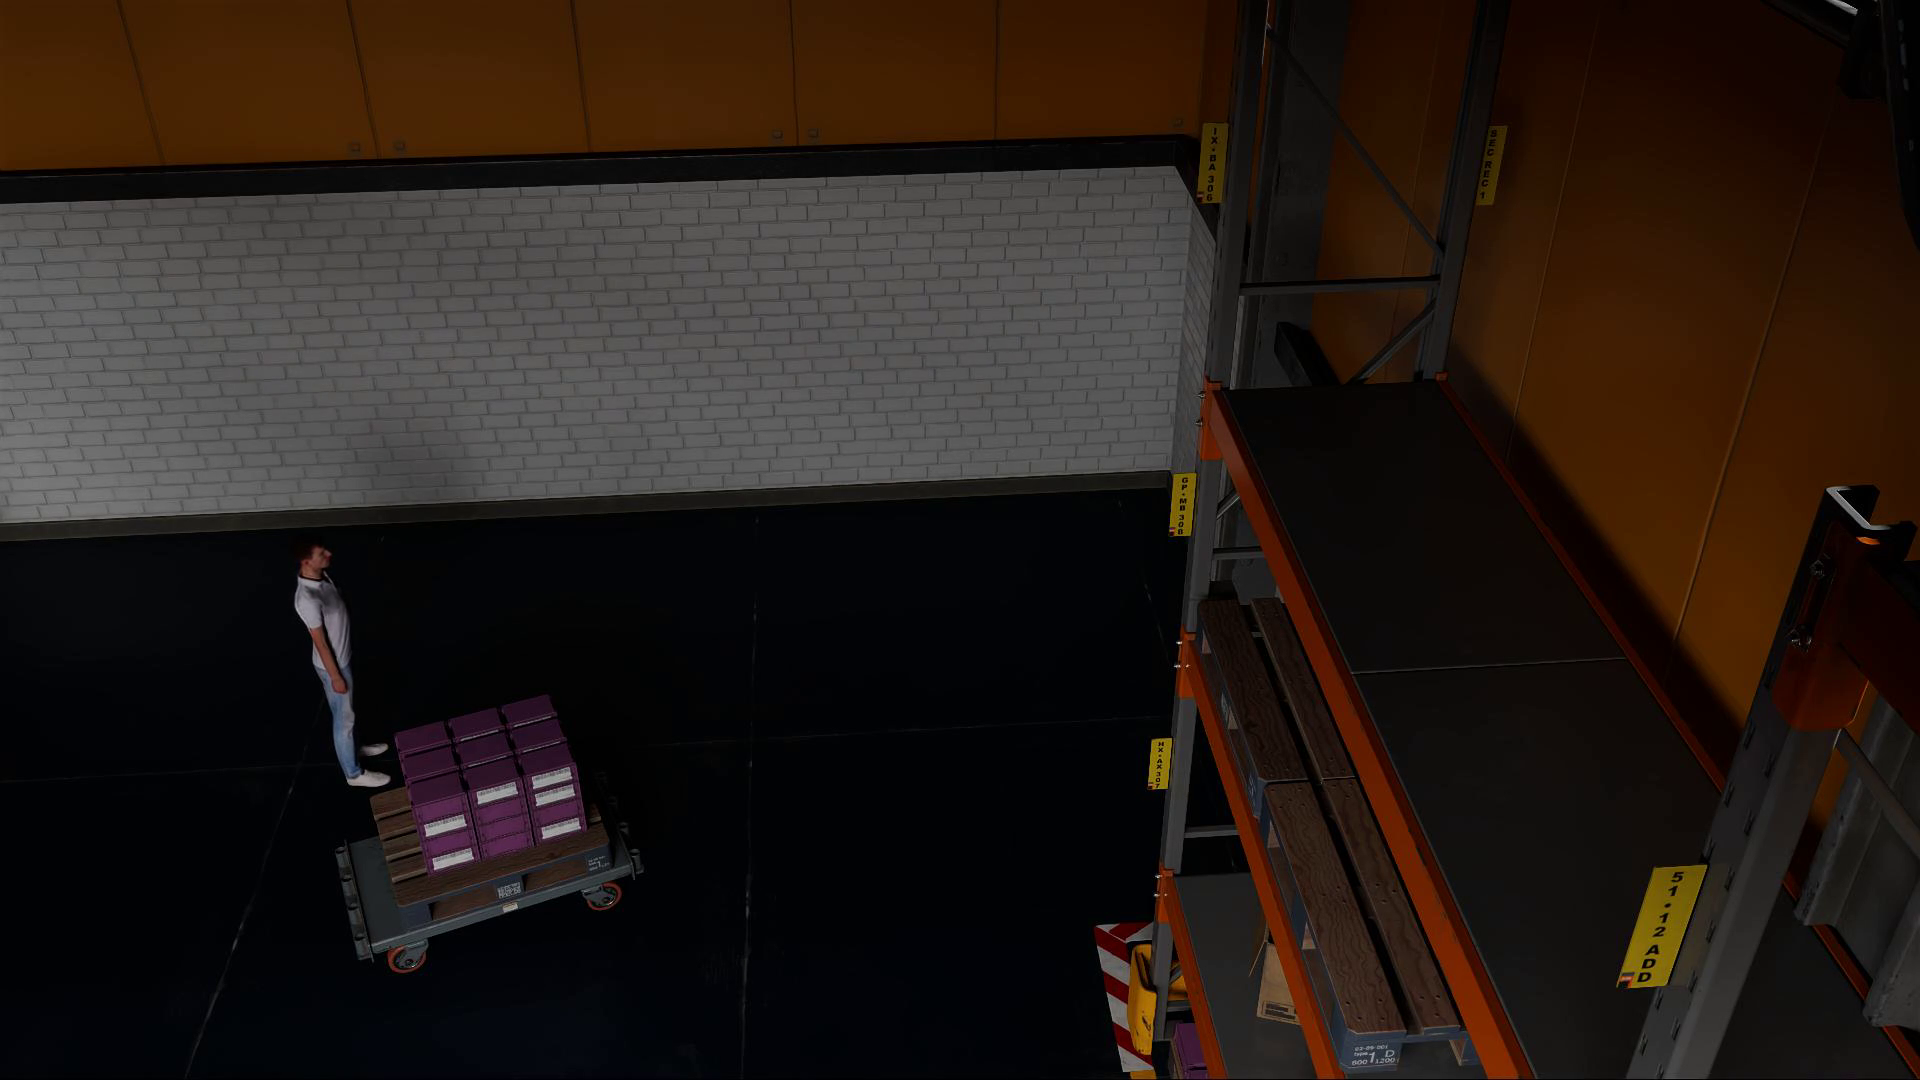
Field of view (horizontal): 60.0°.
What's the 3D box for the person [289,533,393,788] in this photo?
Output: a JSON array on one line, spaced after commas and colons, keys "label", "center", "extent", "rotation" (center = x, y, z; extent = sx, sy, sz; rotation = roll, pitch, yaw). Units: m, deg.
[{"label": "person", "center": [-3.981, 0.744, 10.564], "extent": [0.741, 1.852, 0.536], "rotation": [-9, 35, -13]}]
